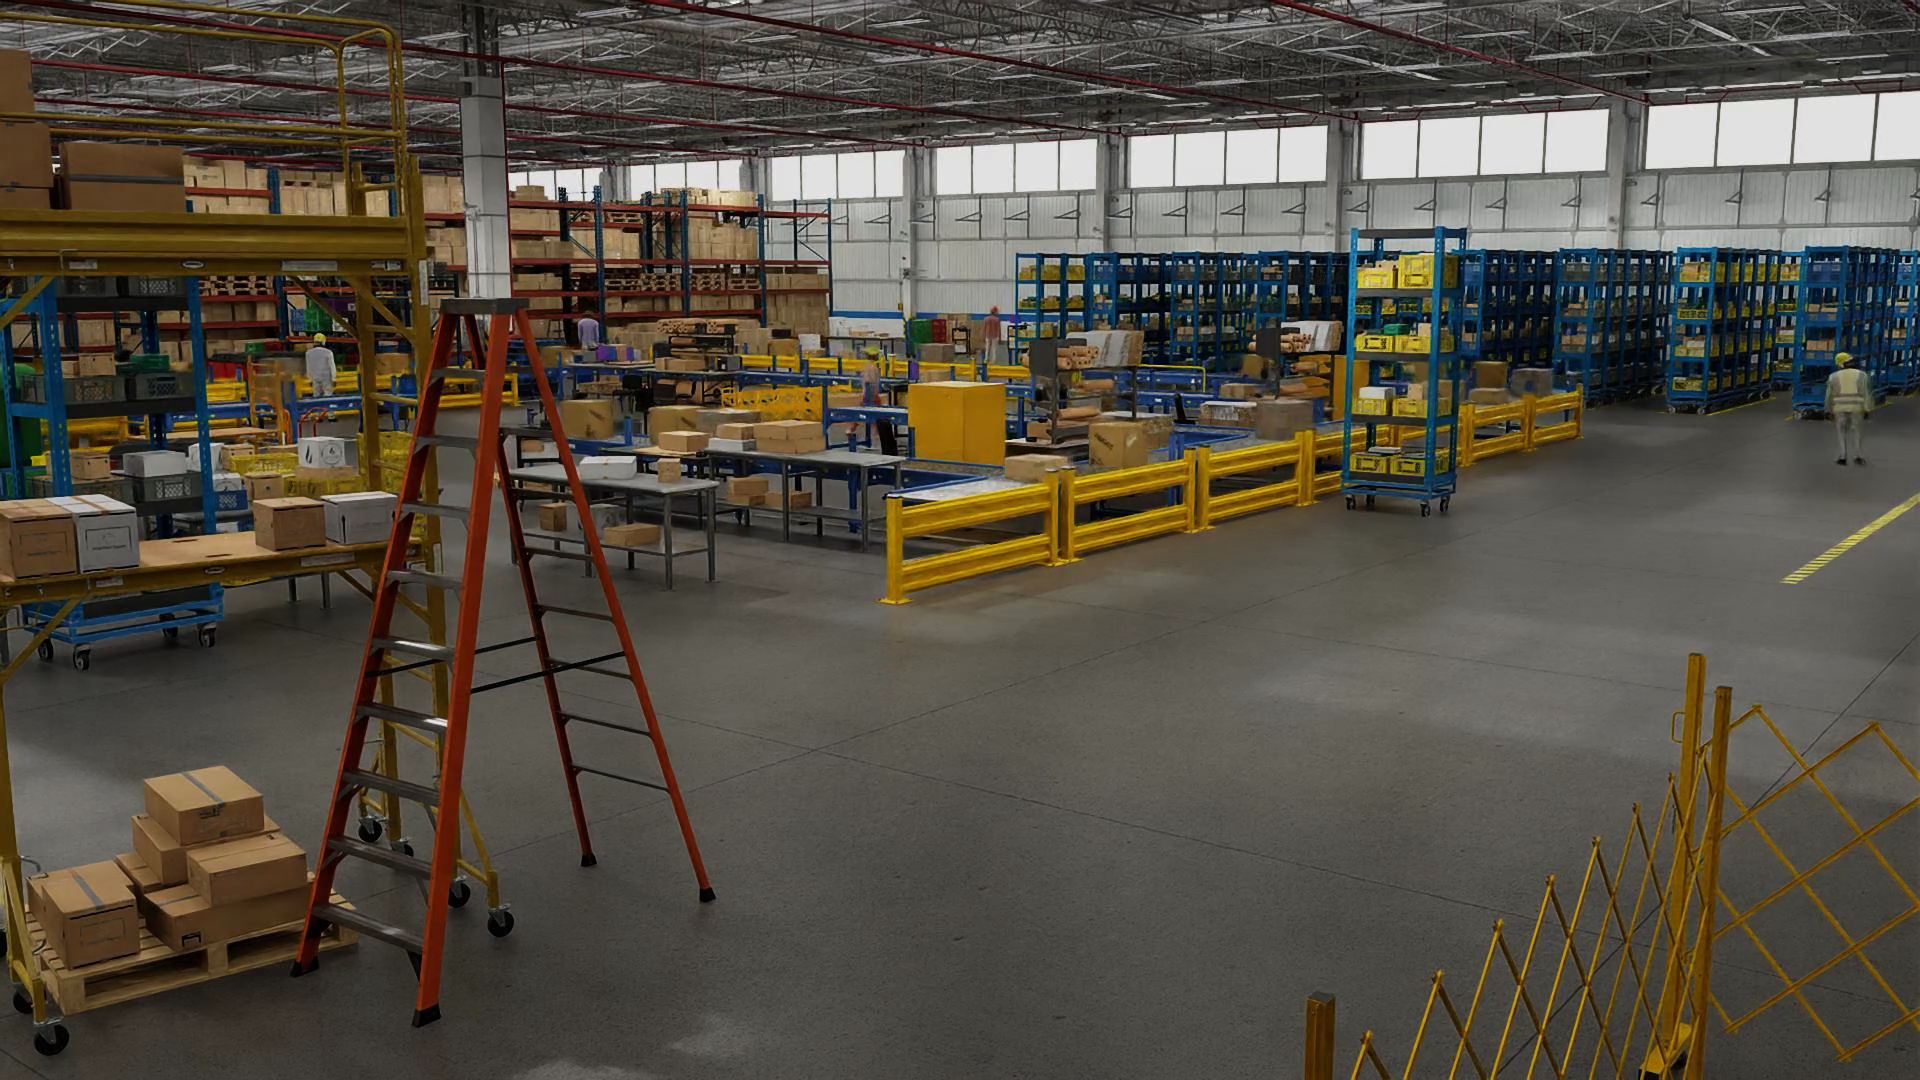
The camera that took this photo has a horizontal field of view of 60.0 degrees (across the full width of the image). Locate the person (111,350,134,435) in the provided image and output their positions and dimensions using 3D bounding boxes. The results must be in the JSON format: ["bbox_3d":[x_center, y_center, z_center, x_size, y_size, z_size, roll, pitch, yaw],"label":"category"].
[{"bbox_3d":[-14.832,-2.541,29.615,0.540,1.682,0.447,8,12,40],"label":"person"}]

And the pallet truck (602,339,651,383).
[{"bbox_3d":[-8.991,-4.871,45.351,0.653,1.274,1.630,7,11,37],"label":"pallet truck"}]

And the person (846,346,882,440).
[{"bbox_3d":[-1.663,-2.665,30.243,0.853,1.737,0.530,-4,10,-24],"label":"person"}]

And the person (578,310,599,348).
[{"bbox_3d":[-11.302,-6.030,50.647,0.625,1.931,0.378,-1,9,-5],"label":"person"}]

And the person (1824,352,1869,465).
[{"bbox_3d":[14.056,-2.081,26.410,0.615,1.788,0.504,3,10,19],"label":"person"}]

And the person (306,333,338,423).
[{"bbox_3d":[-12.938,-3.280,33.749,0.591,1.837,0.403,0,9,3],"label":"person"}]

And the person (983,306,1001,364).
[{"bbox_3d":[1.064,-6.636,54.216,0.624,1.990,0.401,5,10,28],"label":"person"}]

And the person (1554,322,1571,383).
[{"bbox_3d":[16.439,-5.106,45.185,0.639,1.825,0.578,8,12,42],"label":"person"}]

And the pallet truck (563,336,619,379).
[{"bbox_3d":[-10.690,-5.294,48.215,1.601,1.201,0.680,-5,10,-26],"label":"pallet truck"}]

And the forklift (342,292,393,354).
[{"bbox_3d":[-16.485,-5.622,45.120,1.129,2.768,1.873,7,11,37],"label":"forklift"}]
